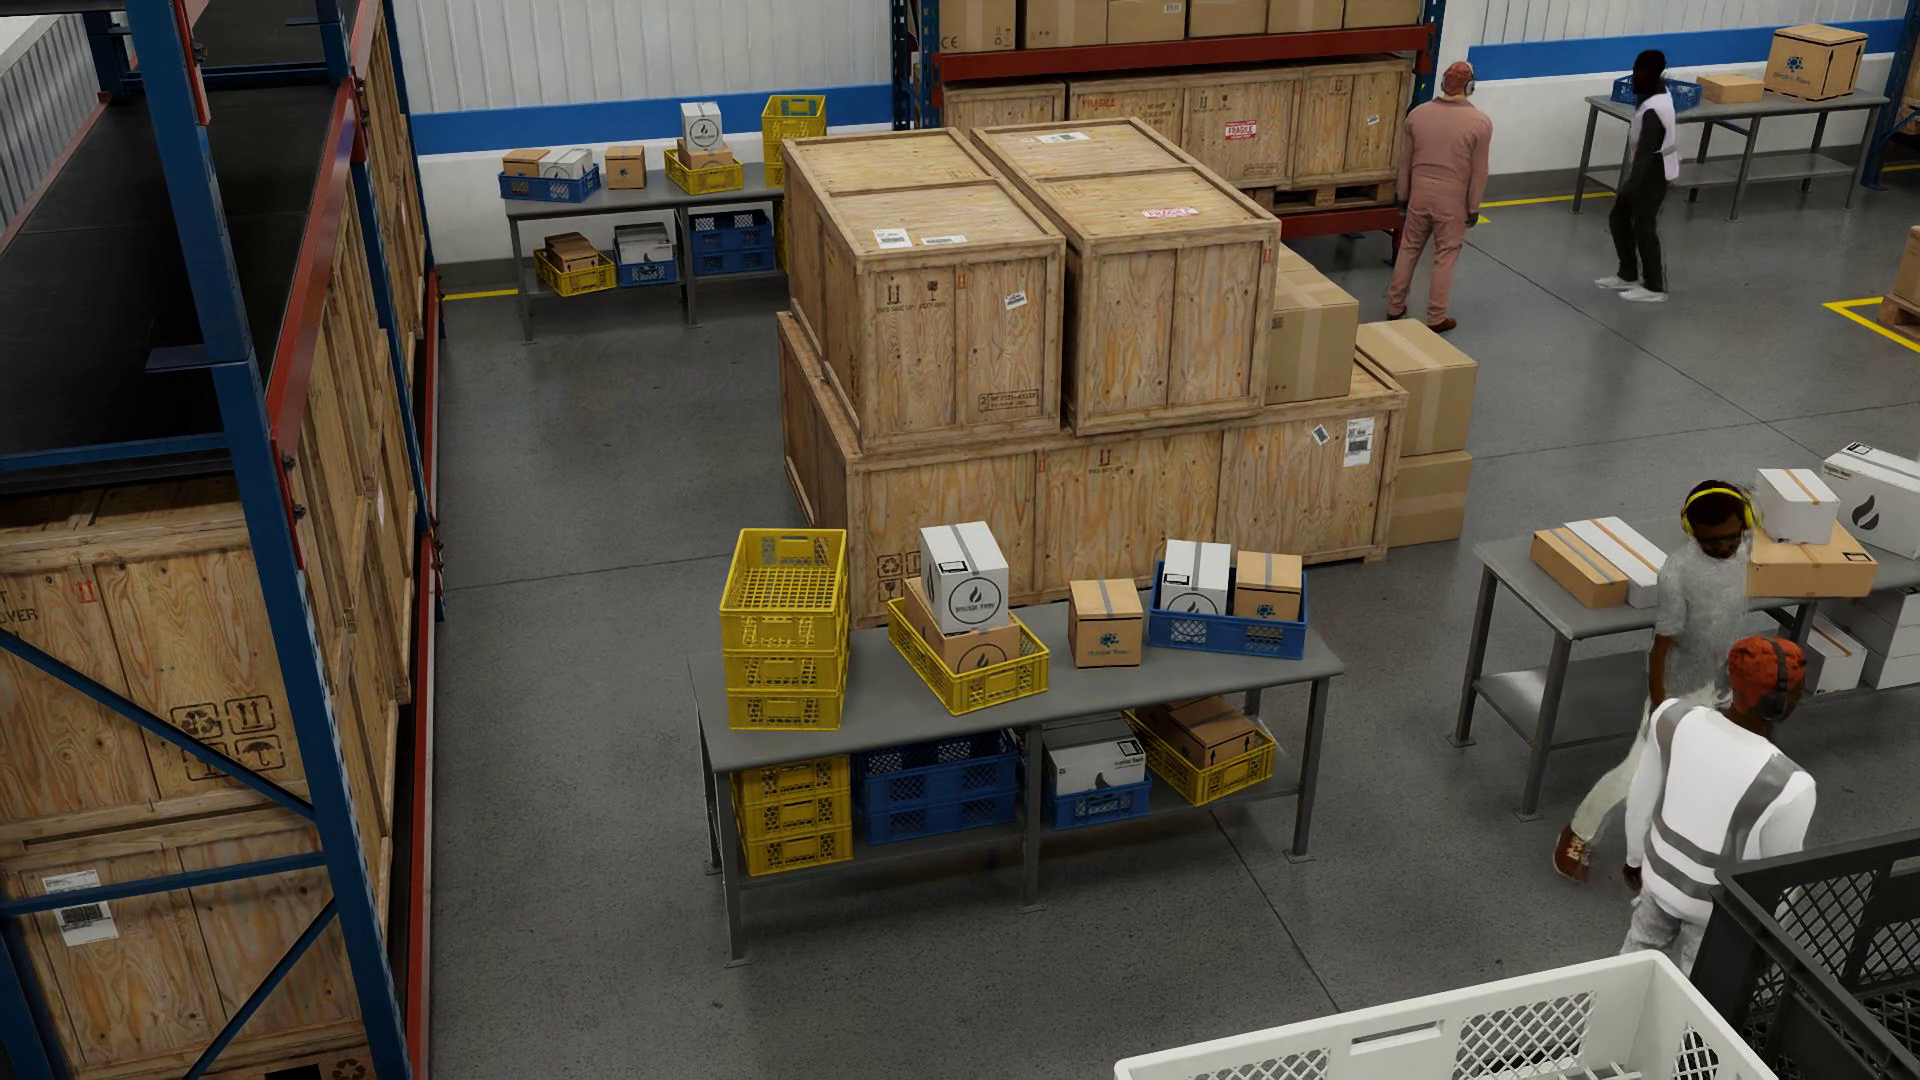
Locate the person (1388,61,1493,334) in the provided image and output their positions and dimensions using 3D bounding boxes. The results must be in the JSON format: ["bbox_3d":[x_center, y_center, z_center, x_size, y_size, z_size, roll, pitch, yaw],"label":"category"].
[{"bbox_3d":[3.427,-2.446,11.872,0.647,1.891,0.423,23,36,35],"label":"person"}]

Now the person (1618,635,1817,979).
[{"bbox_3d":[2.388,1.135,5.371,0.354,1.881,0.576,-16,32,-26],"label":"person"}]

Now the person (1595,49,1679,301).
[{"bbox_3d":[5.083,-2.666,12.273,0.597,1.874,0.609,8,30,14],"label":"person"}]

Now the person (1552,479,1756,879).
[{"bbox_3d":[2.764,0.553,6.484,0.686,1.834,0.460,-21,35,-33],"label":"person"}]
